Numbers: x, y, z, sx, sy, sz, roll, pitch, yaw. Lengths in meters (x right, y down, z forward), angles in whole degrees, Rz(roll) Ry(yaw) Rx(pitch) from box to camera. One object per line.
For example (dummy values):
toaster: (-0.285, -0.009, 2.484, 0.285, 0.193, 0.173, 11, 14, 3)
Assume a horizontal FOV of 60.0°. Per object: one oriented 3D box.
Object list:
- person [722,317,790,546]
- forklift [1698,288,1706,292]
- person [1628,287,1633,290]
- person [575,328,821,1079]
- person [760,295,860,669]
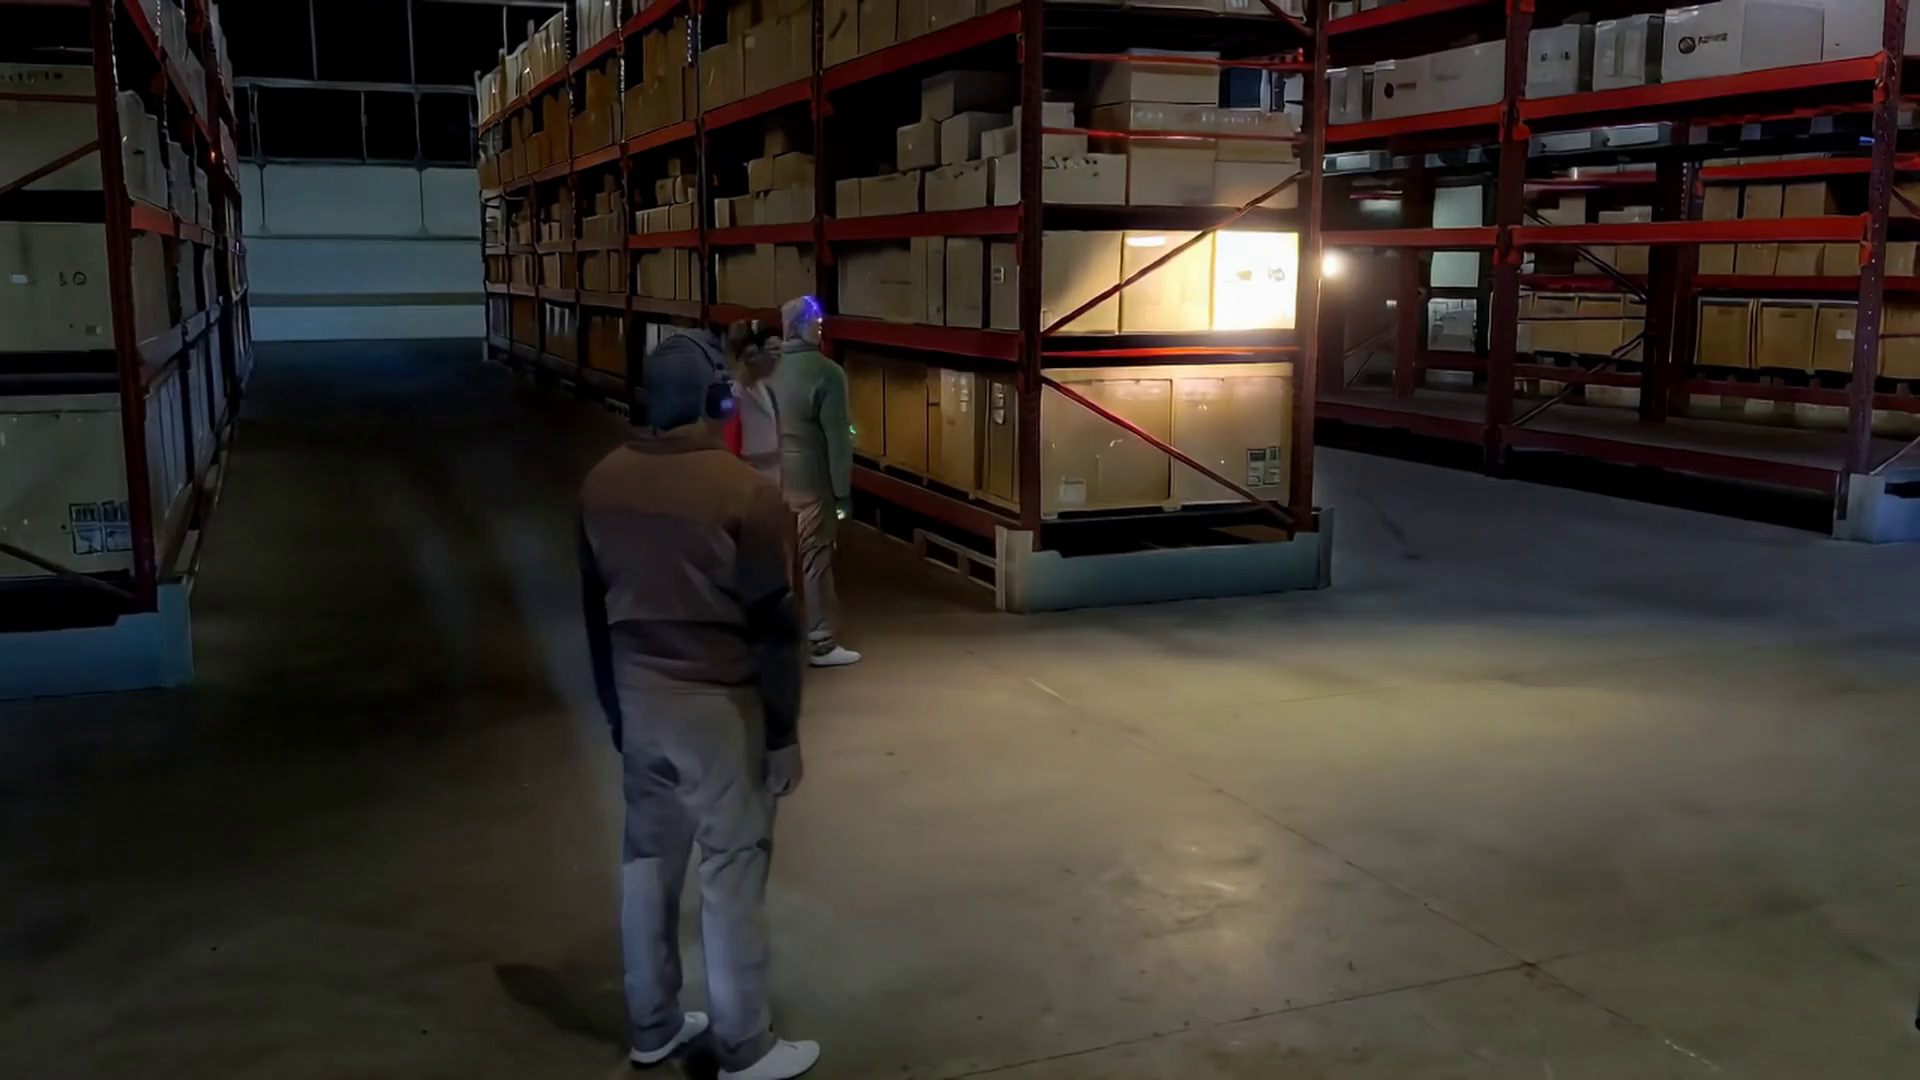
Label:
person: (-0.954, -0.105, 7.644, 0.459, 1.820, 0.600, 2, 10, 12)
forklift: (12.227, -3.811, 26.687, 1.129, 2.768, 1.873, 7, 12, 36)
person: (17.034, -5.908, 42.098, 0.658, 1.926, 0.613, 3, 10, 15)
person: (-0.644, 0.430, 4.188, 0.642, 1.913, 0.408, 6, 11, 32)
person: (-0.802, -0.295, 8.544, 0.643, 1.908, 0.399, 6, 11, 32)
